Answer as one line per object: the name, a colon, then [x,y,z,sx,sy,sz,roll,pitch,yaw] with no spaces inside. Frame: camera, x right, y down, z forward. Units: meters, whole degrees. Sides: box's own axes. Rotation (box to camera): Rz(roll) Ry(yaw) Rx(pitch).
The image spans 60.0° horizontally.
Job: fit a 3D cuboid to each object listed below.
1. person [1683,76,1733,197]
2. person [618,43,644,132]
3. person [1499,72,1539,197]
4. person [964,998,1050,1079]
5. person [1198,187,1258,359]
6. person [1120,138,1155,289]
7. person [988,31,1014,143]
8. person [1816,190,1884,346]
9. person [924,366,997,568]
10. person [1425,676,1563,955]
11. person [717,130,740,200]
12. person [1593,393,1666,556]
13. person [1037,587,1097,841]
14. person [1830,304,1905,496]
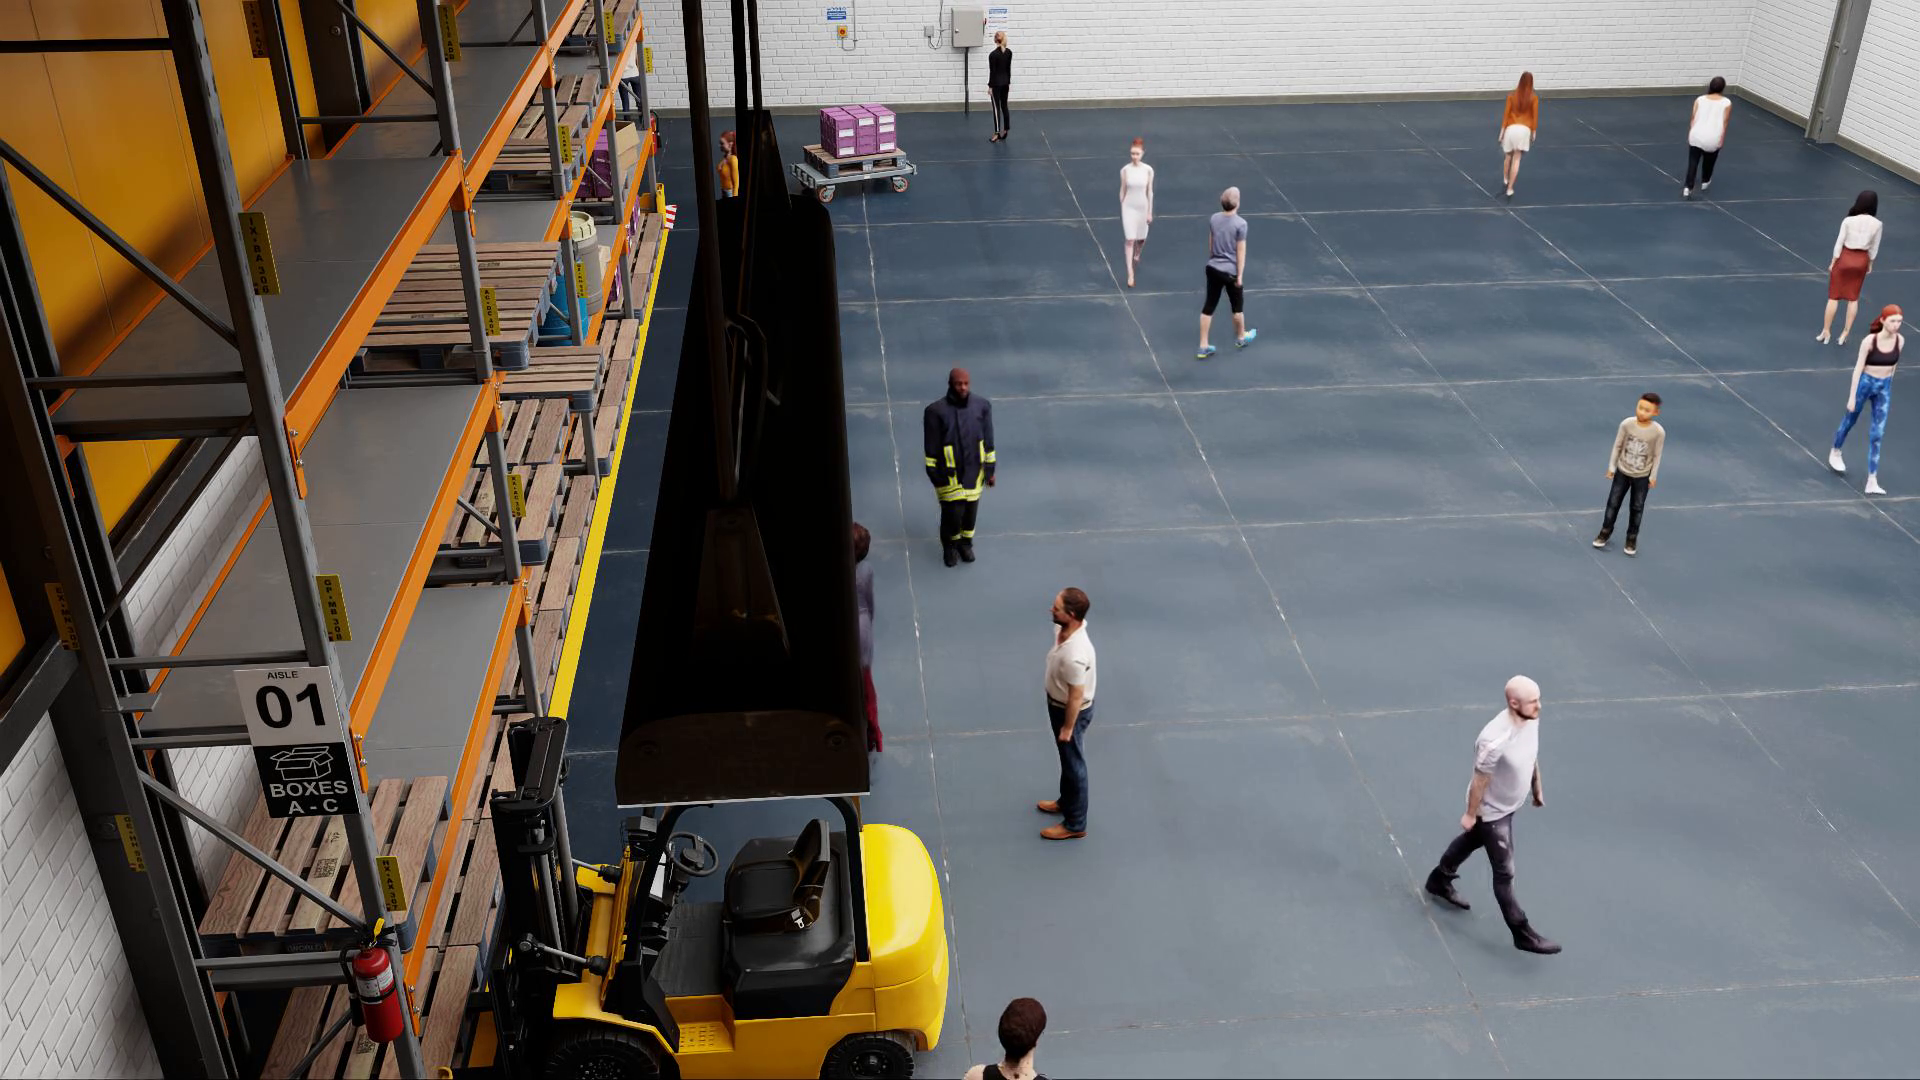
person: [10.474,-5.647,23.404,1.064,1.647,1.179,18,33,29]
person: [-5.206,-7.255,26.185,0.662,1.806,0.620,-12,31,-22]
person: [7.848,-5.676,23.431,0.965,1.672,1.209,11,31,20]
person: [0.234,2.895,7.500,0.763,1.881,0.758,5,29,9]
person: [2.823,-2.862,18.086,1.114,1.851,1.160,23,36,36]
person: [2.159,-3.999,20.255,0.681,1.769,1.083,2,29,5]
person: [0.626,-7.078,25.964,0.695,1.707,0.724,-22,36,-35]
person: [9.891,-3.022,18.484,0.658,1.750,0.611,6,29,10]
person: [-0.023,-0.667,14.107,0.824,1.807,0.832,-10,30,-17]
person: [3.152,1.568,10.035,1.264,1.783,1.165,25,37,38]
person: [-2.835,-4.231,20.699,0.722,1.750,0.618,-13,31,-23]
person: [5.812,-0.593,14.332,0.631,1.462,0.660,15,32,26]
person: [0.732,1.109,10.801,0.728,1.856,0.523,0,29,-1]
person: [8.378,-1.347,15.436,0.652,1.728,1.220,0,29,0]
